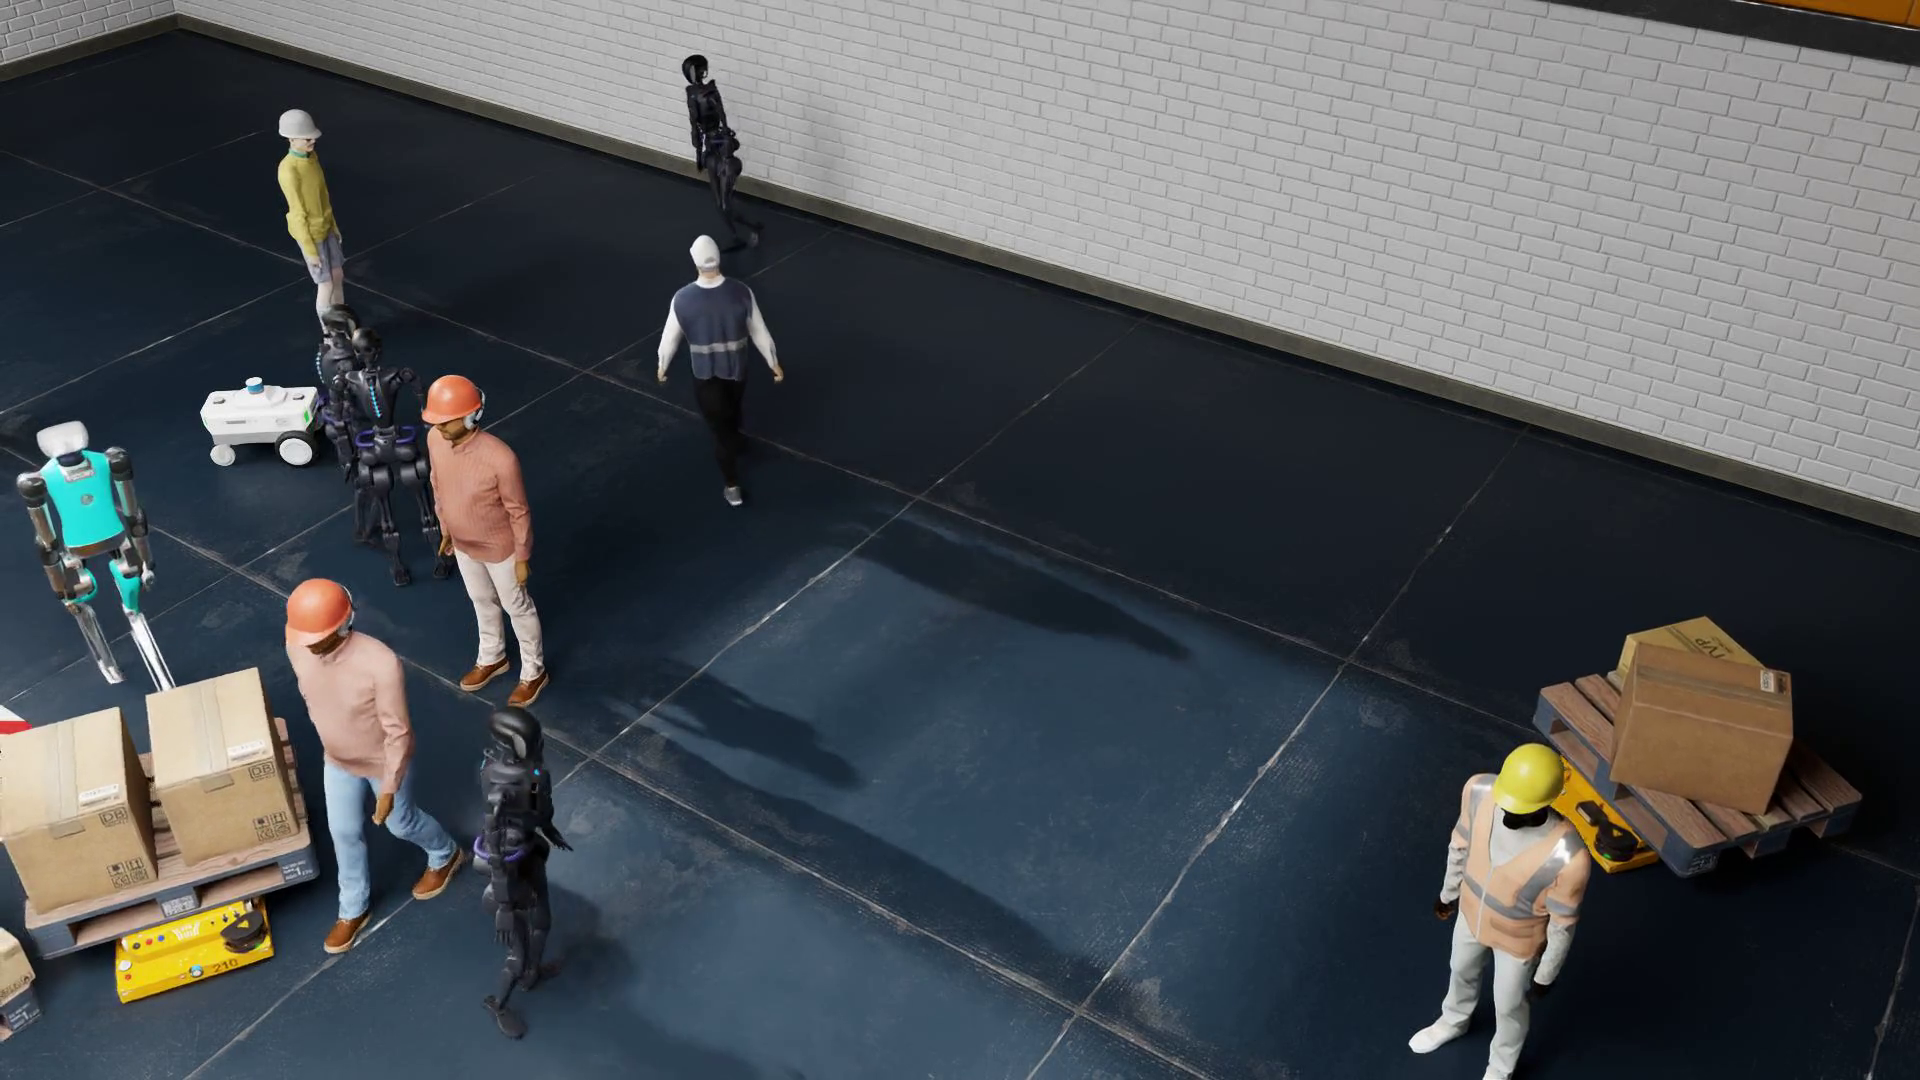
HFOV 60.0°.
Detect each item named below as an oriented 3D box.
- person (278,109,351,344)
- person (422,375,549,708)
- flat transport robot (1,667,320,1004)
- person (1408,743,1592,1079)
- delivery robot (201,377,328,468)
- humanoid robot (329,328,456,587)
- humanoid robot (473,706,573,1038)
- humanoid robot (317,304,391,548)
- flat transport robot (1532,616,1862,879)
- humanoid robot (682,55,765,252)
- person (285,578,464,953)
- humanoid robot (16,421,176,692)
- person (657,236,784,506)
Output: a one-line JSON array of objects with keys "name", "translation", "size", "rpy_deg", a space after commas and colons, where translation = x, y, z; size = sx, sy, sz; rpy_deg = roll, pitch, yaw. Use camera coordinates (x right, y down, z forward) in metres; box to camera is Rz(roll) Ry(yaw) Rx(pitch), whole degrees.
[{"name": "person", "translation": [-4.644, -2.207, 12.020], "size": [0.412, 1.880, 0.487], "rpy_deg": [2, 35, 3]}, {"name": "person", "translation": [-2.506, 0.010, 8.746], "size": [0.609, 1.995, 0.381], "rpy_deg": [19, 39, 24]}, {"name": "flat transport robot", "translation": [-3.756, 1.564, 8.029], "size": [0.659, 0.231, 1.431], "rpy_deg": [-15, 38, -21]}, {"name": "person", "translation": [2.147, 1.534, 6.646], "size": [0.423, 1.913, 0.597], "rpy_deg": [-19, 39, -25]}, {"name": "delivery robot", "translation": [-4.648, -0.801, 11.176], "size": [0.811, 0.613, 0.499], "rpy_deg": [-3, 35, -5]}, {"name": "humanoid robot", "translation": [-3.327, -0.486, 9.721], "size": [0.599, 1.653, 0.315], "rpy_deg": [-7, 36, -10]}, {"name": "humanoid robot", "translation": [-1.897, 1.370, 7.080], "size": [0.414, 1.636, 0.604], "rpy_deg": [5, 35, 7]}, {"name": "humanoid robot", "translation": [-3.649, -0.667, 9.992], "size": [0.376, 1.643, 0.613], "rpy_deg": [-15, 38, -20]}, {"name": "flat transport robot", "translation": [3.713, 1.255, 8.470], "size": [1.431, 0.231, 0.659], "rpy_deg": [-11, 37, -16]}, {"name": "humanoid robot", "translation": [-1.928, -3.151, 13.547], "size": [0.496, 1.627, 0.621], "rpy_deg": [-25, 42, -31]}, {"name": "person", "translation": [-2.649, 0.958, 7.431], "size": [0.636, 1.971, 0.710], "rpy_deg": [12, 37, 16]}, {"name": "humanoid robot", "translation": [-4.624, 0.089, 8.879], "size": [0.555, 1.782, 0.882], "rpy_deg": [-26, 43, -32]}, {"name": "person", "translation": [-1.538, -1.129, 10.619], "size": [0.779, 1.703, 0.952], "rpy_deg": [-11, 36, -15]}]
